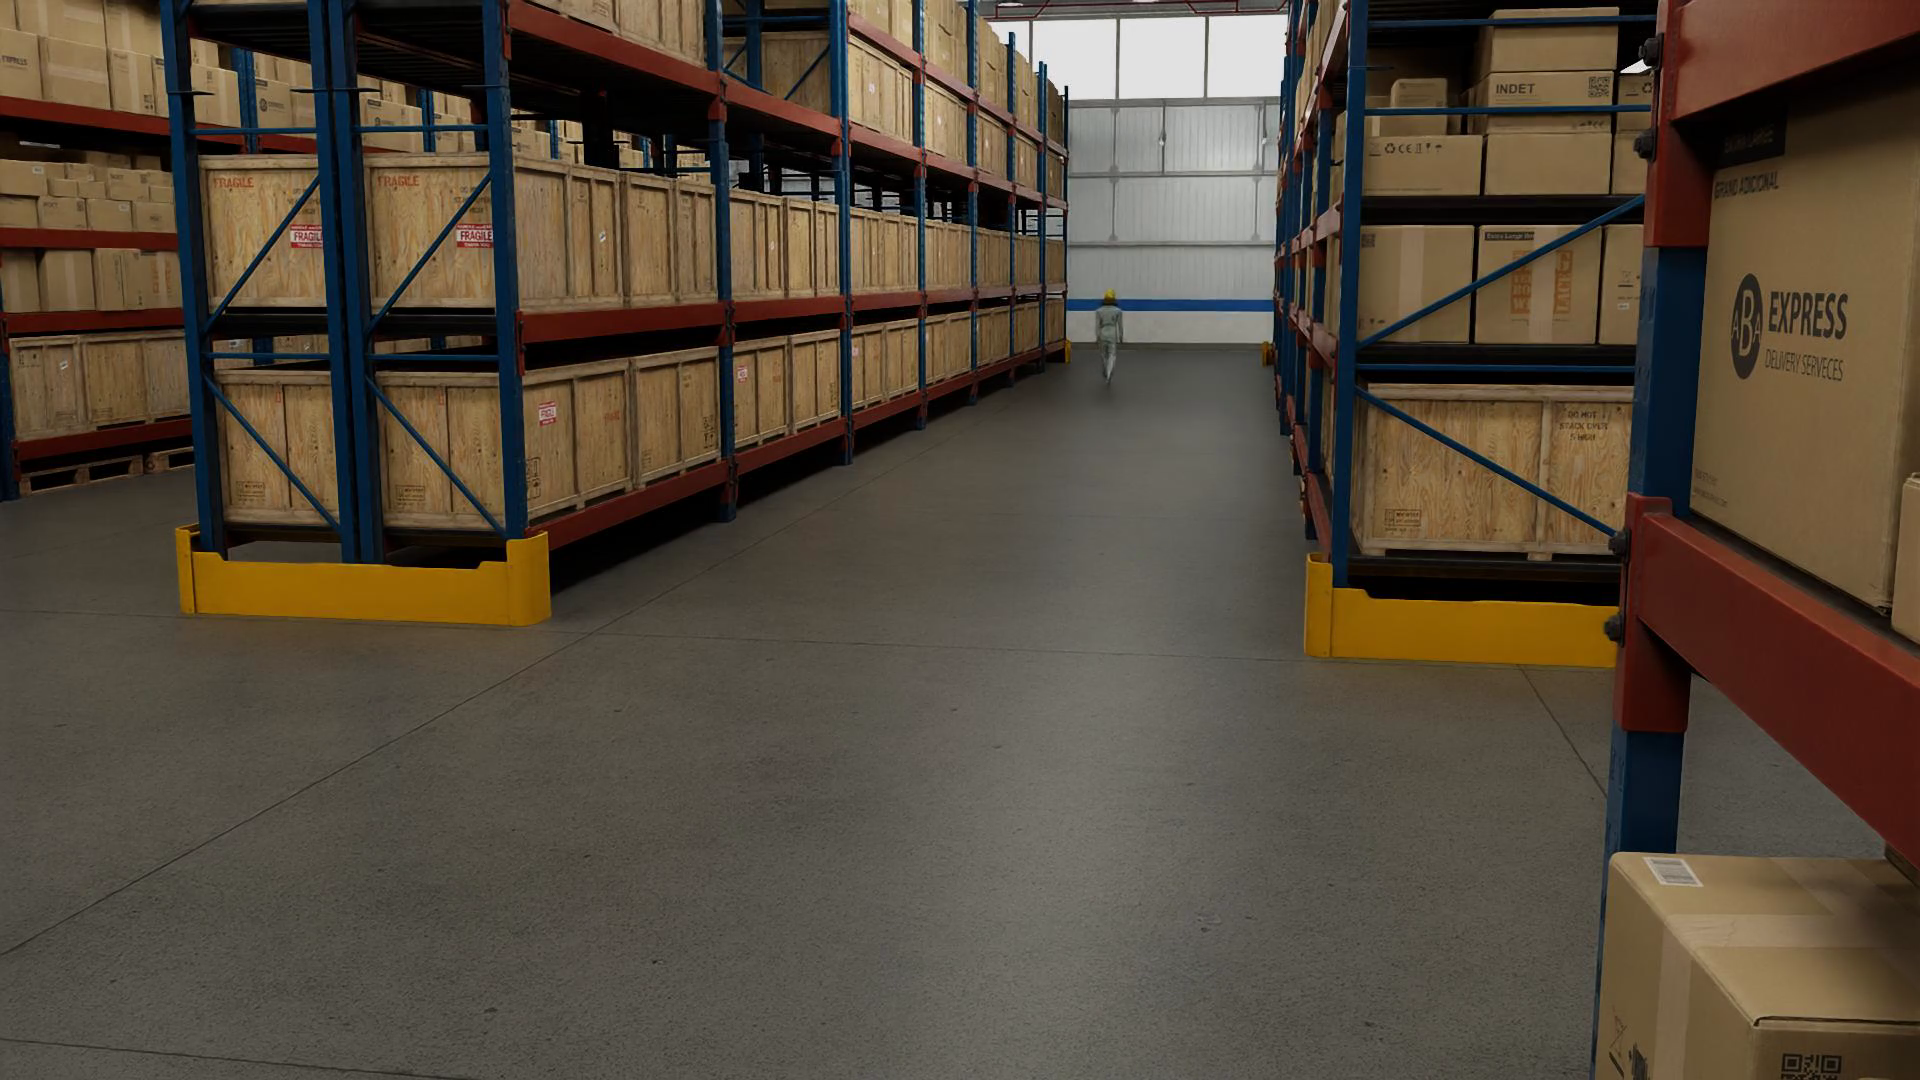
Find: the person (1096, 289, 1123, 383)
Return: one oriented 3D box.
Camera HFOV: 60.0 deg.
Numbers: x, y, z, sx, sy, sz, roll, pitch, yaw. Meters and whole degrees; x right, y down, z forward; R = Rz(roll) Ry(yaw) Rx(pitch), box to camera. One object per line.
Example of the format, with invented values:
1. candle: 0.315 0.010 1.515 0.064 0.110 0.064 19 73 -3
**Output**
1. person: 2.684 -3.655 29.972 0.484 1.719 0.701 2 9 10
